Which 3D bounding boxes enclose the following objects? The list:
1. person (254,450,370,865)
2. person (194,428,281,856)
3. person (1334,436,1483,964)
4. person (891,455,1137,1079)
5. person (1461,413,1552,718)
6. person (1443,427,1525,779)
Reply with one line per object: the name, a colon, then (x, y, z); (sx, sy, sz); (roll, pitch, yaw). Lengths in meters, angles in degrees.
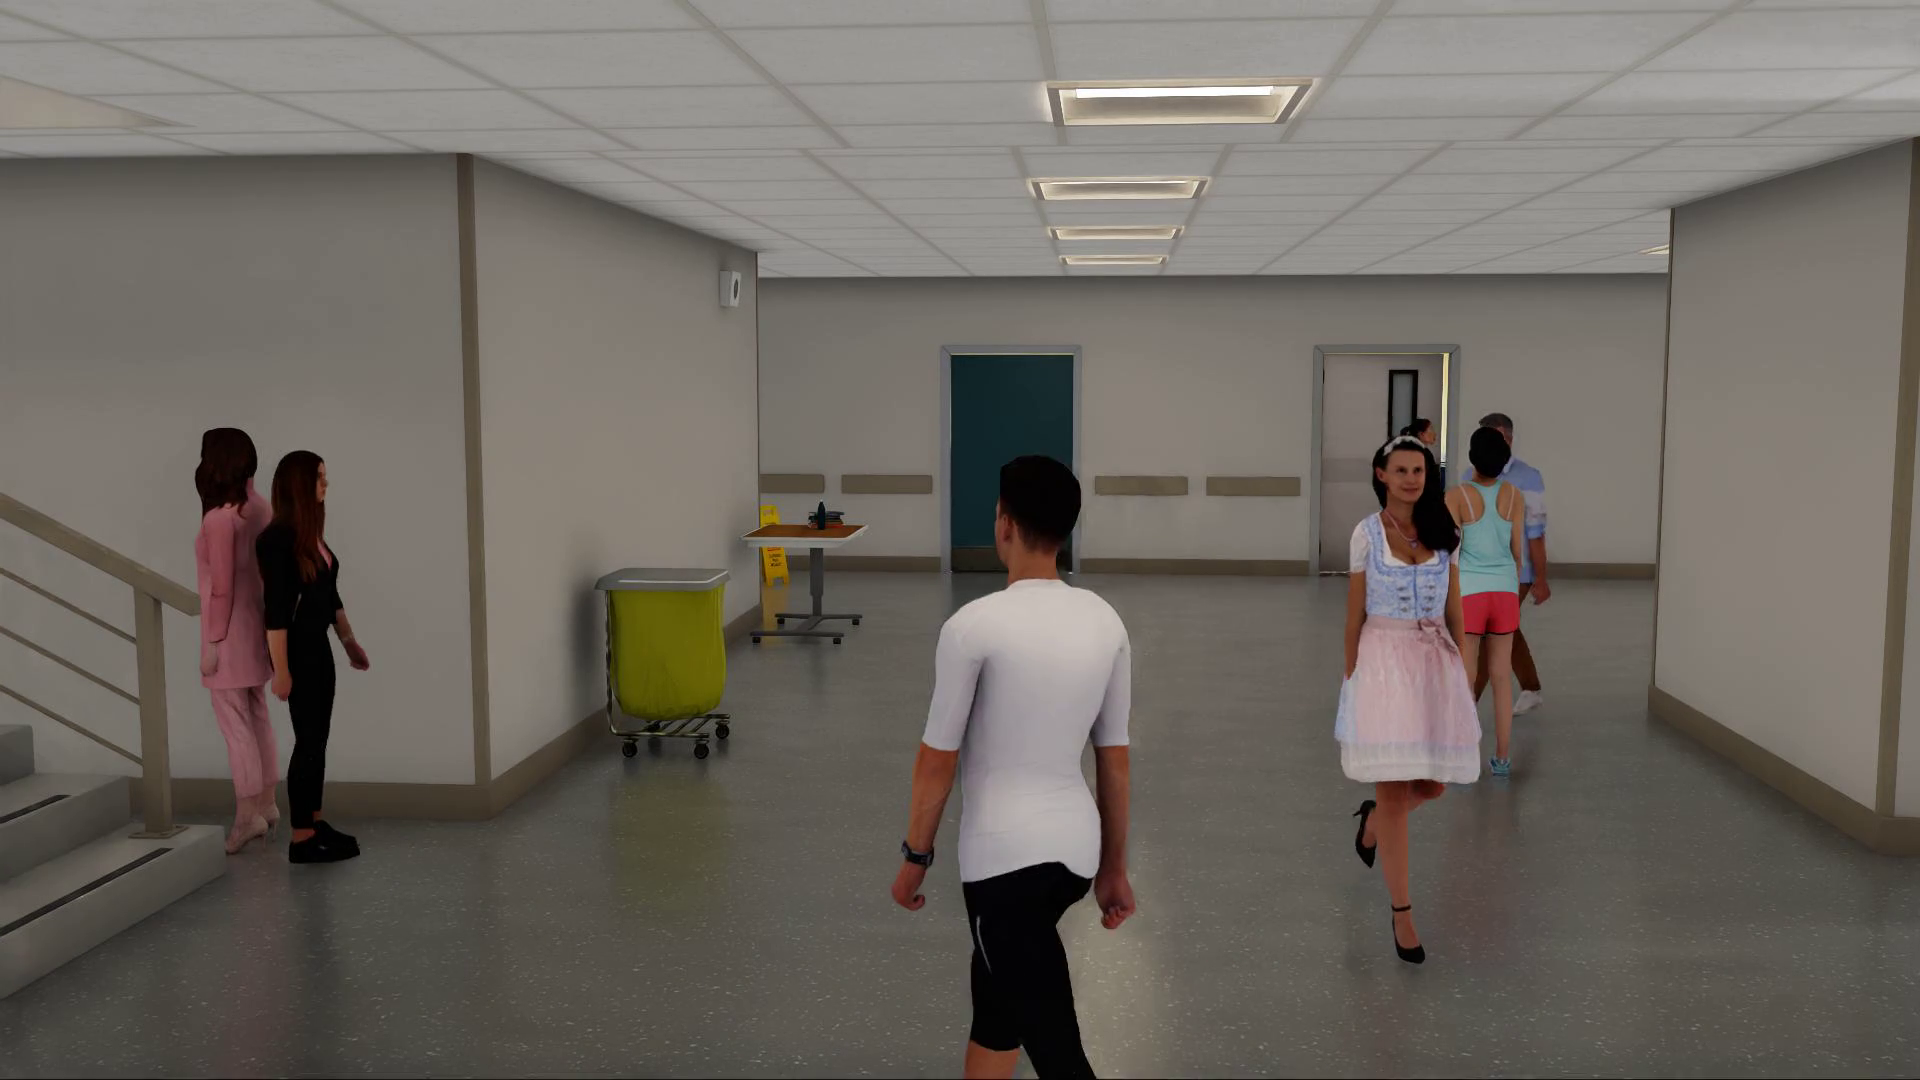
person: (-2.816, 0.475, 7.026); (0.666, 1.703, 0.649); (0, 6, 2)
person: (-3.059, 0.420, 7.075); (0.514, 1.803, 0.612); (0, 6, 3)
person: (1.547, 0.539, 5.884); (0.932, 1.804, 0.800); (0, 6, -2)
person: (0.205, 0.762, 3.694); (1.202, 1.800, 1.264); (-5, 7, -39)
person: (3.152, 0.192, 9.522); (1.253, 1.767, 1.094); (-4, 7, -32)
person: (2.630, 0.308, 8.378); (0.555, 1.765, 0.665); (0, 6, -2)
